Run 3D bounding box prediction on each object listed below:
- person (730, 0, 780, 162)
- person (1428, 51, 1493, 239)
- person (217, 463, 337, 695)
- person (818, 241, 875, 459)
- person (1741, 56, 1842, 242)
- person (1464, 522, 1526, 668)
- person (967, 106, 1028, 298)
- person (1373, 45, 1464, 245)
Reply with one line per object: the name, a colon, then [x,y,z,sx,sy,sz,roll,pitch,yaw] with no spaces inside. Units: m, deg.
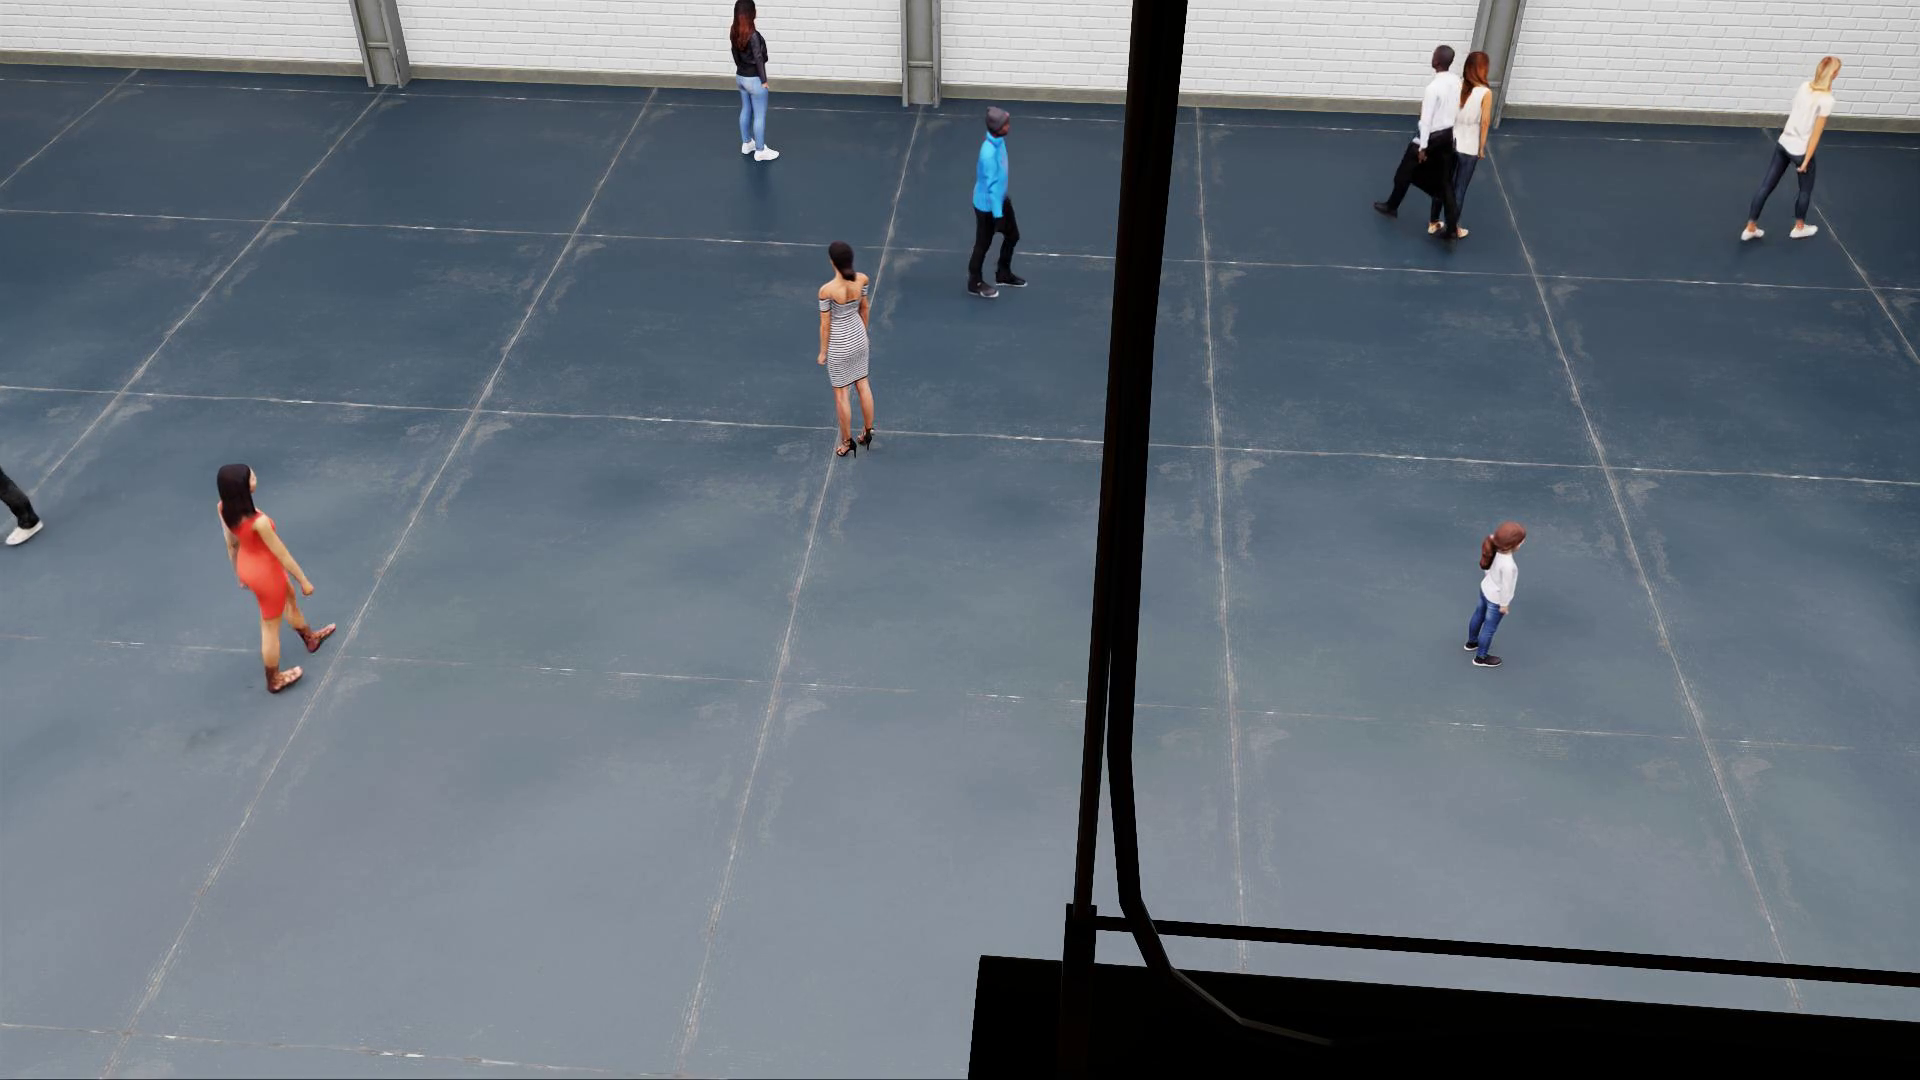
person: [-2.095,-4.642,16.721,0.783,1.634,0.726,-27,46,-30]
person: [4.613,-3.631,15.335,0.735,1.785,0.664,-31,48,-33]
person: [-4.462,0.285,10.505,0.937,1.693,0.912,22,43,25]
person: [-0.848,-1.433,12.554,0.673,1.822,0.741,-26,45,-29]
person: [7.560,-3.536,15.220,1.047,1.781,0.878,-15,41,-18]
person: [3.509,0.332,10.912,0.525,1.113,0.485,-5,39,-6]
person: [0.179,-2.914,14.440,0.787,1.782,0.690,11,40,14]
person: [4.415,-3.575,15.271,1.279,1.778,1.216,-20,43,-23]
